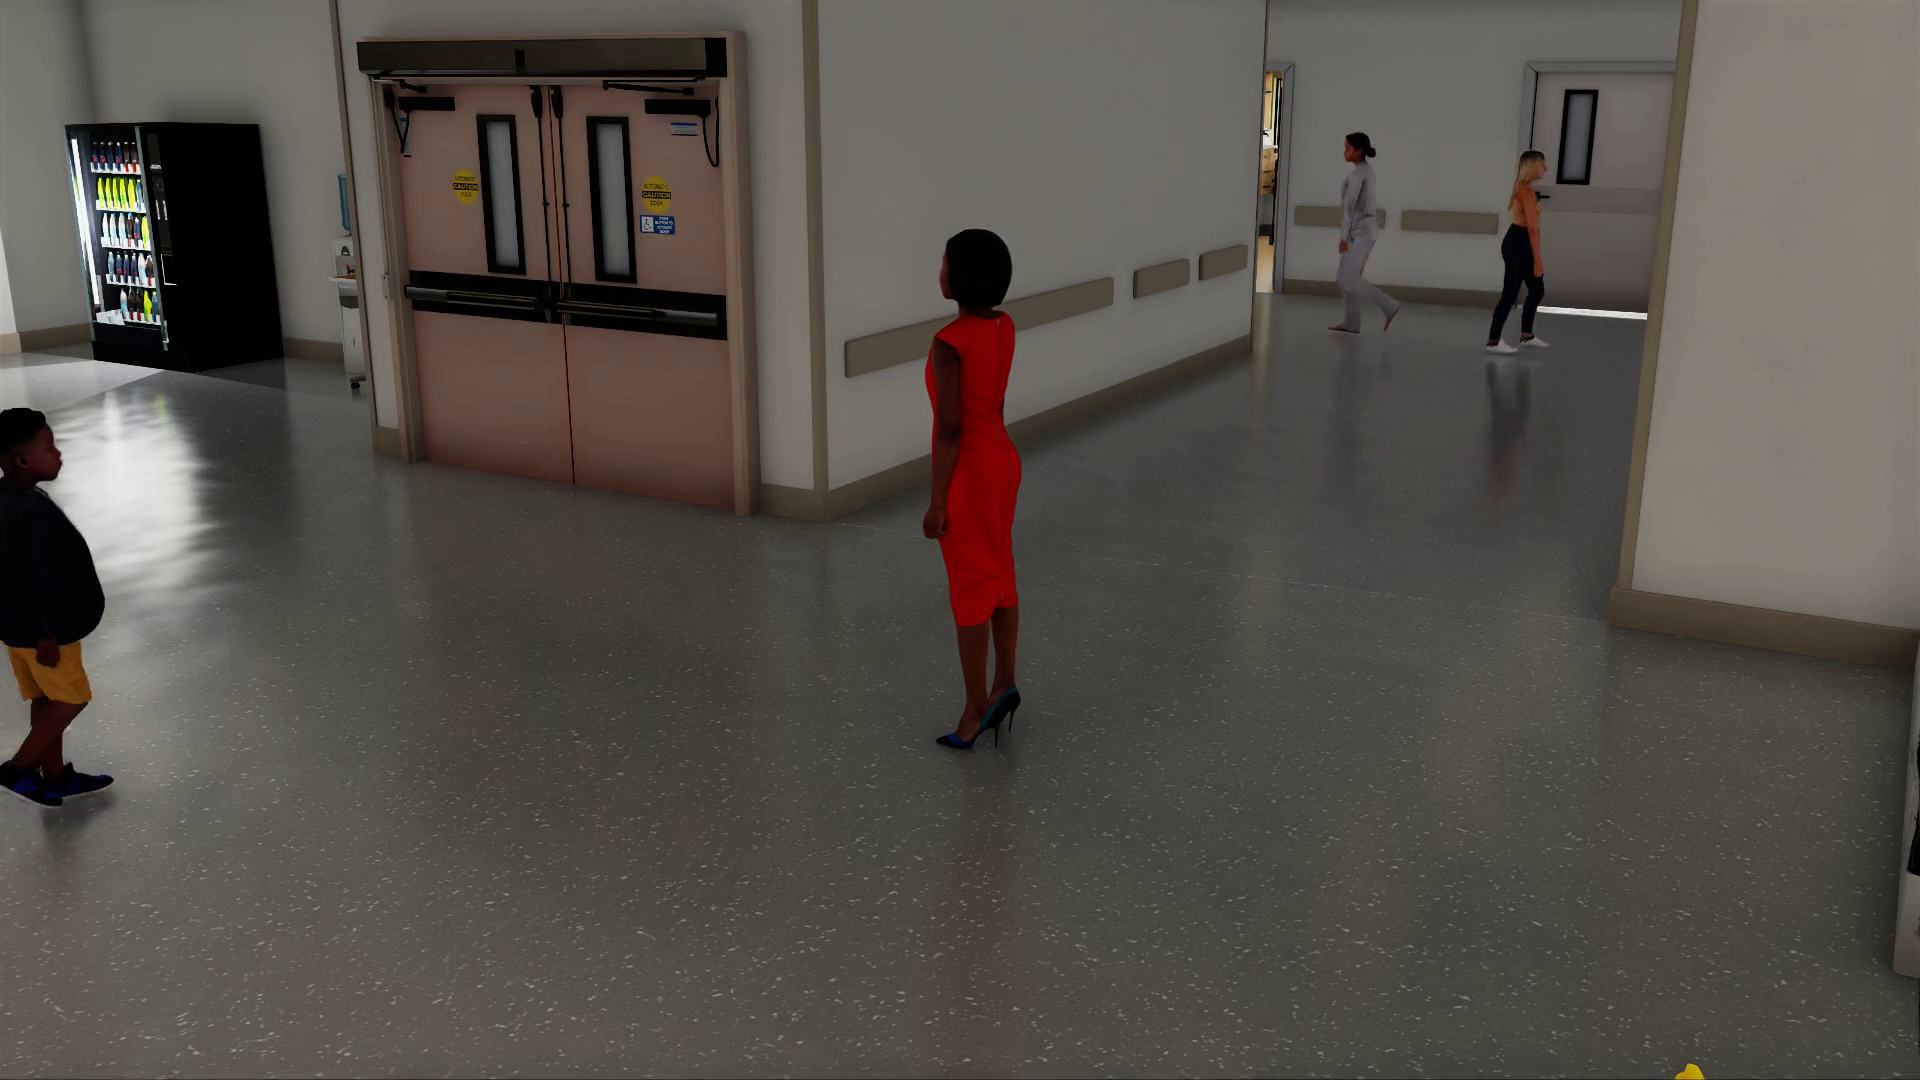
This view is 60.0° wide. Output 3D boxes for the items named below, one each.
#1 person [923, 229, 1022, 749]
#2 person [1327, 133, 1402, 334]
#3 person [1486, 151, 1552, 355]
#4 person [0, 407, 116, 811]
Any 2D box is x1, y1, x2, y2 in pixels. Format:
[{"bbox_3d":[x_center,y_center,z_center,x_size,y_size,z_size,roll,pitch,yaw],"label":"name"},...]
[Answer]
[{"bbox_3d":[0.055,-0.158,5.546,0.498,1.743,0.560,10,18,31],"label":"person"},{"bbox_3d":[3.481,-2.591,14.232,0.885,1.712,0.651,10,18,31],"label":"person"},{"bbox_3d":[4.404,-2.289,13.350,0.818,1.611,0.717,4,16,13],"label":"person"},{"bbox_3d":[-2.872,0.232,5.050,0.658,1.262,0.617,-14,21,-40],"label":"person"}]
